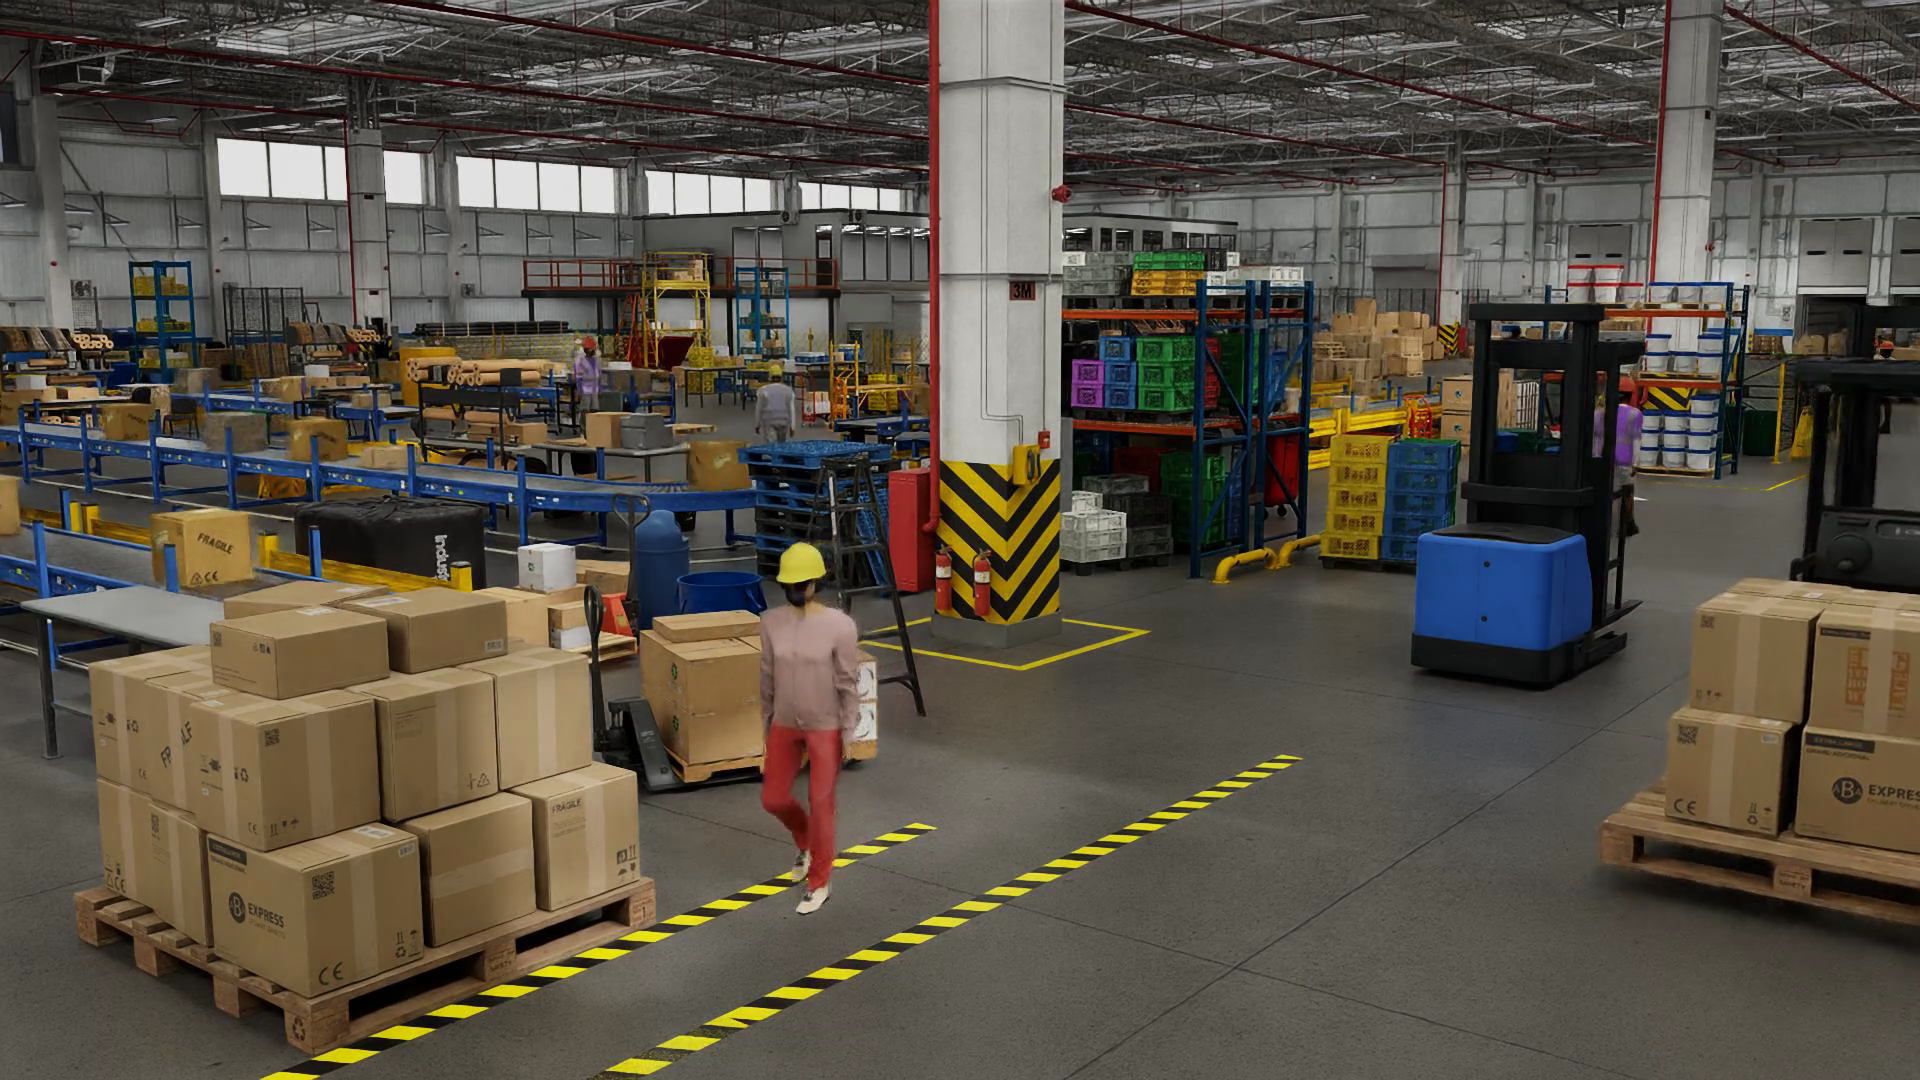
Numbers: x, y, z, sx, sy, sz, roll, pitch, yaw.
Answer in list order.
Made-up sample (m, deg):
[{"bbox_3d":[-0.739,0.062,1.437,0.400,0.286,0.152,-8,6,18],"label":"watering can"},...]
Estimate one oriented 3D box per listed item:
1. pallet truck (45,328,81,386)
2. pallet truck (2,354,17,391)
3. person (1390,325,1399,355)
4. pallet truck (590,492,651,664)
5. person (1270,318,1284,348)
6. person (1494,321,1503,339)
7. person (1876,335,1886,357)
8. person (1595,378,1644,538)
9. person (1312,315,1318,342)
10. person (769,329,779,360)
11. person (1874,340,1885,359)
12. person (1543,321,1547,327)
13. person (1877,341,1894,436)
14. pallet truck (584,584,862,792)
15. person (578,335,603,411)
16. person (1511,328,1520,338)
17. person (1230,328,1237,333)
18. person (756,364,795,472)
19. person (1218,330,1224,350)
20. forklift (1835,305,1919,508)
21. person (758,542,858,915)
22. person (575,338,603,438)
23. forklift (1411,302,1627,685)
[{"bbox_3d":[-23.775,-4.544,43.495,1.885,1.965,0.823,6,10,35],"label":"pallet truck"},{"bbox_3d":[-24.881,-4.417,42.634,1.885,1.965,0.823,8,11,41],"label":"pallet truck"},{"bbox_3d":[16.167,-7.078,61.578,0.866,1.684,0.512,-1,9,-9],"label":"person"},{"bbox_3d":[-3.115,0.344,12.883,0.653,1.274,1.630,7,11,37],"label":"pallet truck"},{"bbox_3d":[16.552,-10.949,87.038,0.989,1.903,0.607,8,12,43],"label":"person"},{"bbox_3d":[26.015,-10.041,80.651,0.632,1.969,0.785,-7,11,-40],"label":"person"},{"bbox_3d":[23.726,-4.387,43.036,0.992,1.810,0.529,1,8,6],"label":"person"},{"bbox_3d":[7.816,-0.965,19.709,0.568,1.901,0.886,6,11,36],"label":"person"},{"bbox_3d":[16.561,-9.558,77.632,0.936,1.906,0.548,-2,9,-13],"label":"person"},{"bbox_3d":[-6.943,-7.205,61.977,0.353,1.842,0.574,5,10,32],"label":"person"},{"bbox_3d":[19.385,-3.324,35.472,0.373,1.934,0.551,-5,10,-30],"label":"person"},{"bbox_3d":[24.358,-8.259,69.116,0.431,1.835,0.622,-2,9,-12],"label":"person"},{"bbox_3d":[18.764,-3.068,33.740,0.378,1.938,0.547,5,10,31],"label":"person"},{"bbox_3d":[-1.426,0.805,10.019,1.601,1.201,0.680,-4,9,-26],"label":"pallet truck"},{"bbox_3d":[-9.056,-4.072,40.672,0.621,1.894,0.650,7,11,40],"label":"person"},{"bbox_3d":[15.382,-4.872,45.913,0.638,1.927,0.913,-8,11,-42],"label":"person"},{"bbox_3d":[8.641,-5.819,52.418,0.506,1.893,0.629,4,9,25],"label":"person"},{"bbox_3d":[-2.831,-1.802,25.649,0.589,1.811,0.793,-3,9,-21],"label":"person"},{"bbox_3d":[8.084,-5.646,51.769,0.593,1.743,0.448,-6,10,-35],"label":"person"},{"bbox_3d":[5.682,0.006,9.859,1.129,2.768,1.873,6,11,37],"label":"forklift"},{"bbox_3d":[-0.714,0.869,7.818,0.539,1.753,0.410,3,9,20],"label":"person"},{"bbox_3d":[-7.082,-2.845,31.883,0.396,2.044,0.609,6,10,34],"label":"person"},{"bbox_3d":[4.379,-0.438,12.852,1.129,2.768,1.873,7,11,37],"label":"forklift"}]
